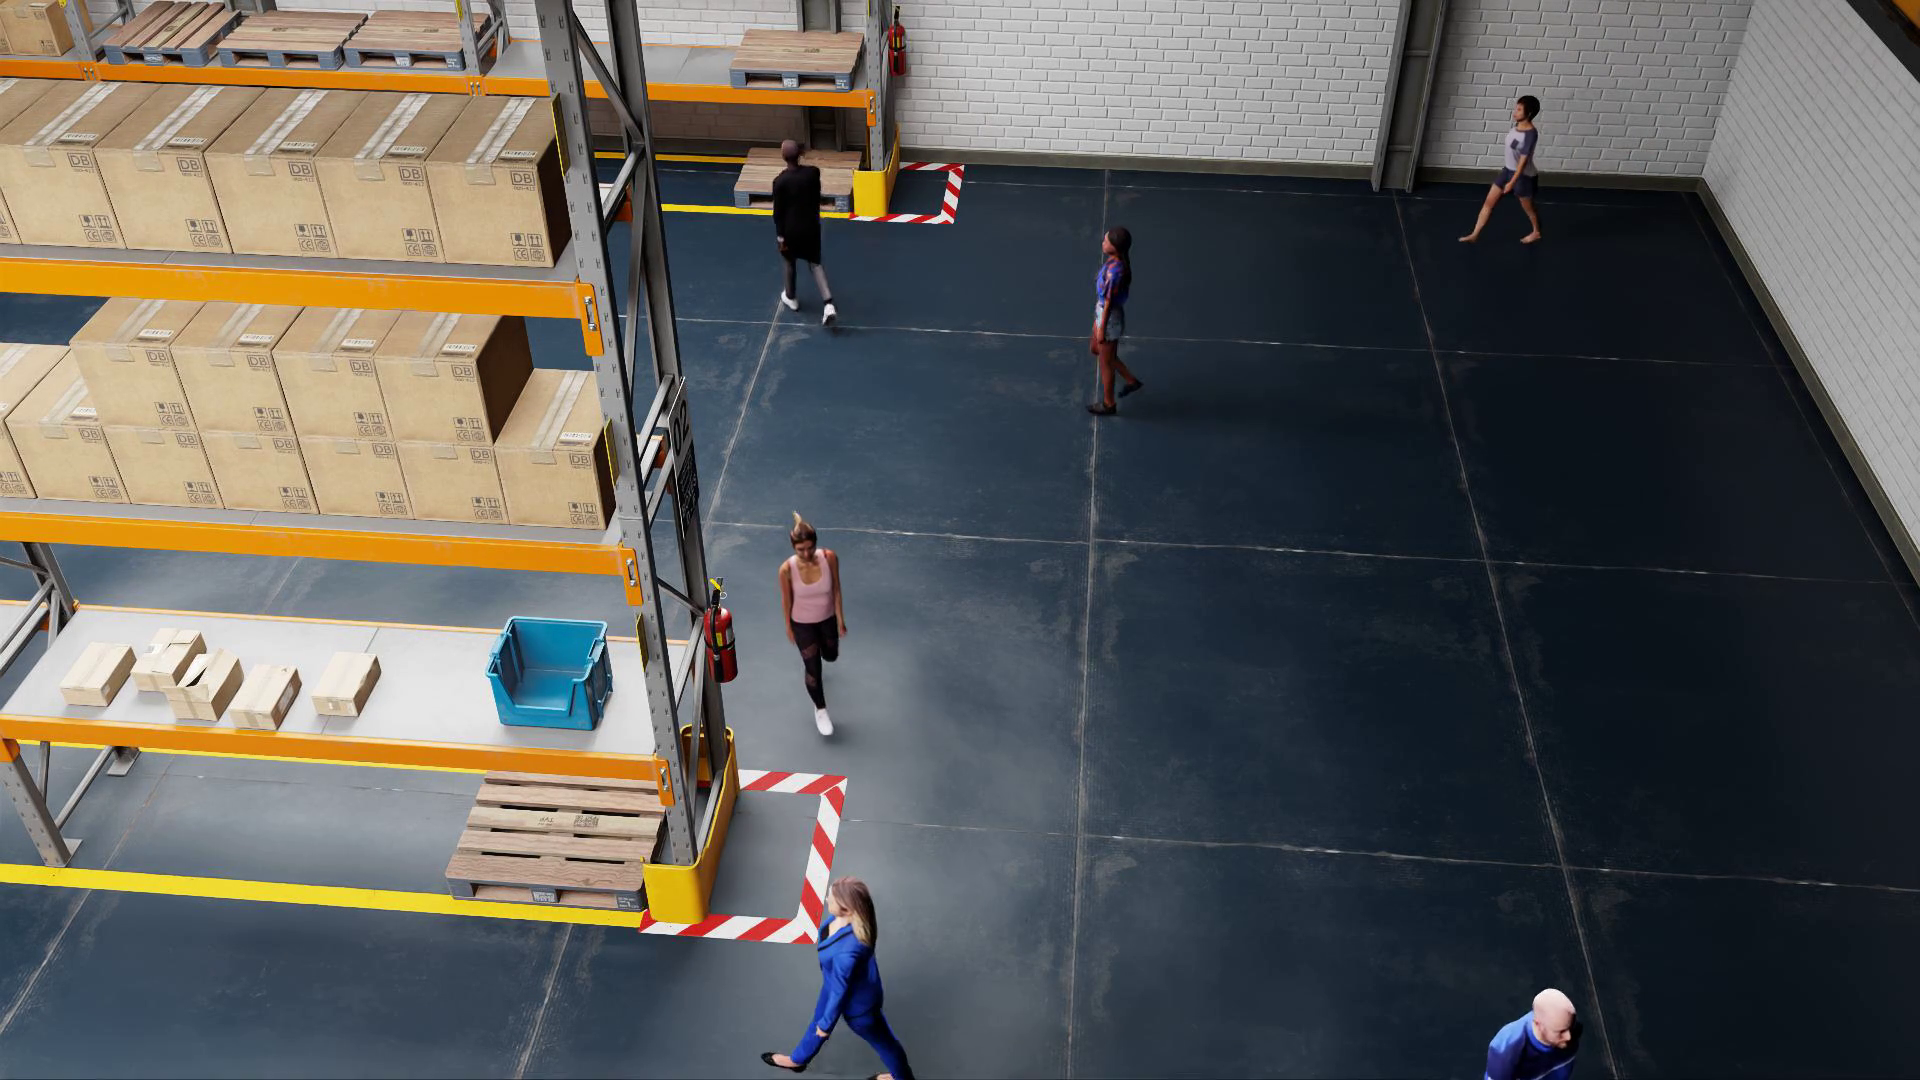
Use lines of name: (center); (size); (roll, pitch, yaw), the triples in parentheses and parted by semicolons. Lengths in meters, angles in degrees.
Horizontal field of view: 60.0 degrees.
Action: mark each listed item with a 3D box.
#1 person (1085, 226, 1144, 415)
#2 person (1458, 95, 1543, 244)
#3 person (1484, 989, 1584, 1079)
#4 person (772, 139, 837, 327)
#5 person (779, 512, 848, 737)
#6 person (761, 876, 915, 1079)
person: (1.330, -1.777, 13.666); (0.680, 1.732, 0.584); (3, 39, 4)
person: (5.442, -3.511, 16.014); (1.131, 1.512, 0.793); (-8, 39, -10)
person: (2.620, 2.685, 8.006); (1.139, 1.822, 1.125); (-22, 43, -25)
person: (-1.389, -2.727, 14.851); (1.129, 1.738, 1.061); (-18, 42, -21)
person: (-0.980, 0.468, 10.933); (0.981, 1.634, 0.907); (-15, 41, -18)
person: (-0.438, 2.335, 8.570); (1.079, 1.666, 0.719); (0, 39, 0)
